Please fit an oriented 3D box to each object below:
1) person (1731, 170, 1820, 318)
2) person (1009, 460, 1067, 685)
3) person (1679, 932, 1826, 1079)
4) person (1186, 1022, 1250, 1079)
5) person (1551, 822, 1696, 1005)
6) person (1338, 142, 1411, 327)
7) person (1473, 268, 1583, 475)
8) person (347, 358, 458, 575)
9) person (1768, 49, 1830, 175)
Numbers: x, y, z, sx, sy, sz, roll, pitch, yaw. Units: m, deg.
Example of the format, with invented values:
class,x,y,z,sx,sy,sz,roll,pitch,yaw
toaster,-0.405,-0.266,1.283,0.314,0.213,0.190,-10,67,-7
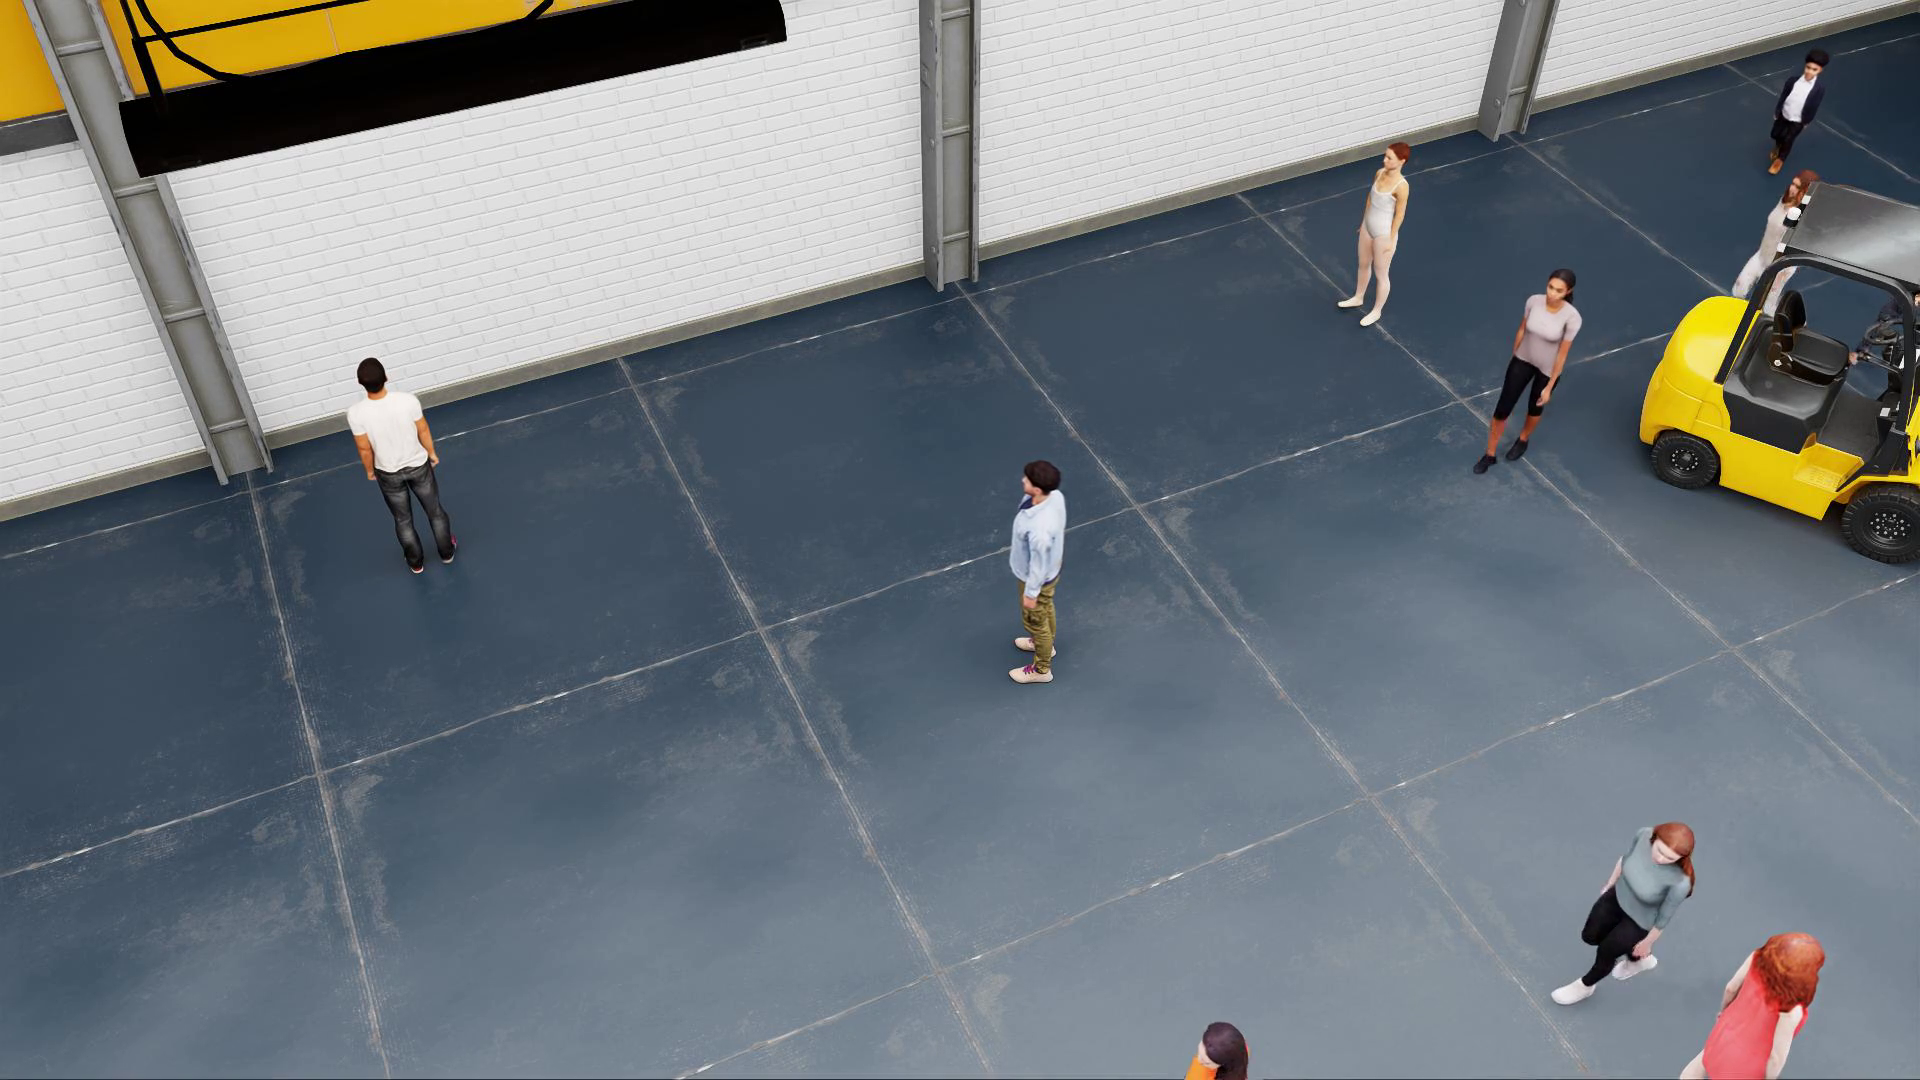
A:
class,x,y,z,sx,sy,sz,roll,pitch,yaw
person,6.611,-2.230,13.342,0.808,1.692,0.715,-7,44,-7
person,0.510,0.201,10.703,0.780,1.811,0.755,8,44,9
person,3.880,2.514,8.264,0.615,1.827,0.654,-5,44,-5
person,1.300,2.825,8.009,0.835,1.729,0.763,21,47,20
person,3.660,1.997,8.885,0.856,1.720,0.702,-7,44,-7
person,3.466,-2.544,13.706,0.492,1.644,0.552,-20,47,-20
person,4.322,-1.299,12.339,0.809,1.727,0.972,30,51,28
person,-3.850,-0.517,11.463,0.471,1.804,0.705,-16,46,-16
person,7.847,-4.041,15.588,0.624,1.216,0.704,31,52,29
